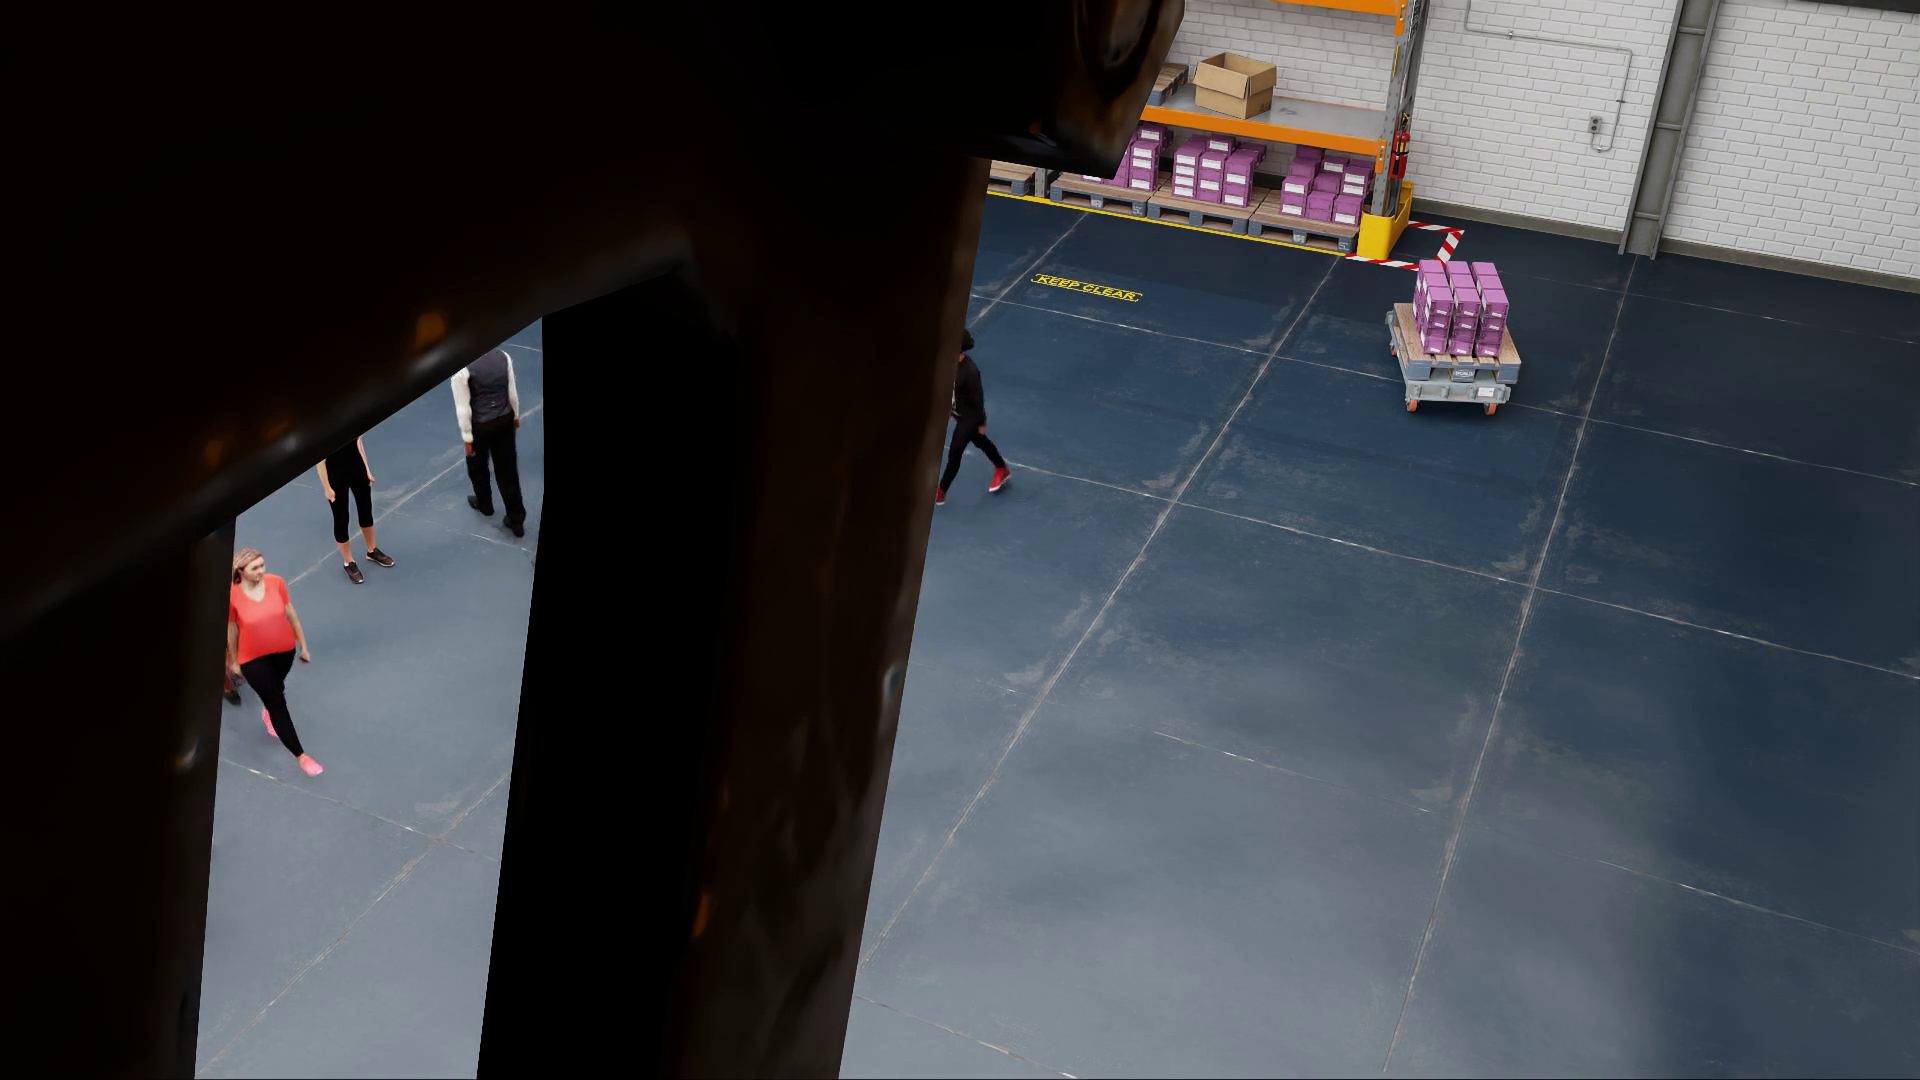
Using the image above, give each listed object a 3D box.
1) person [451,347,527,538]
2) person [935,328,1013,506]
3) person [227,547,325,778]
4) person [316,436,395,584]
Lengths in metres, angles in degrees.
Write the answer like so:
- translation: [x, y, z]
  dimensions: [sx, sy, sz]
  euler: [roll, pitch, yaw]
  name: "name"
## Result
- translation: [-3.739, -0.876, 13.373]
  dimensions: [0.985, 1.895, 1.127]
  euler: [-24, 40, -31]
  name: "person"
- translation: [0.137, -1.045, 13.875]
  dimensions: [1.114, 1.620, 1.156]
  euler: [-18, 38, -26]
  name: "person"
- translation: [-4.680, 0.743, 11.168]
  dimensions: [0.880, 1.640, 1.238]
  euler: [-28, 43, -35]
  name: "person"
- translation: [-4.795, -0.504, 12.965]
  dimensions: [0.571, 1.726, 0.605]
  euler: [23, 40, 31]
  name: "person"
